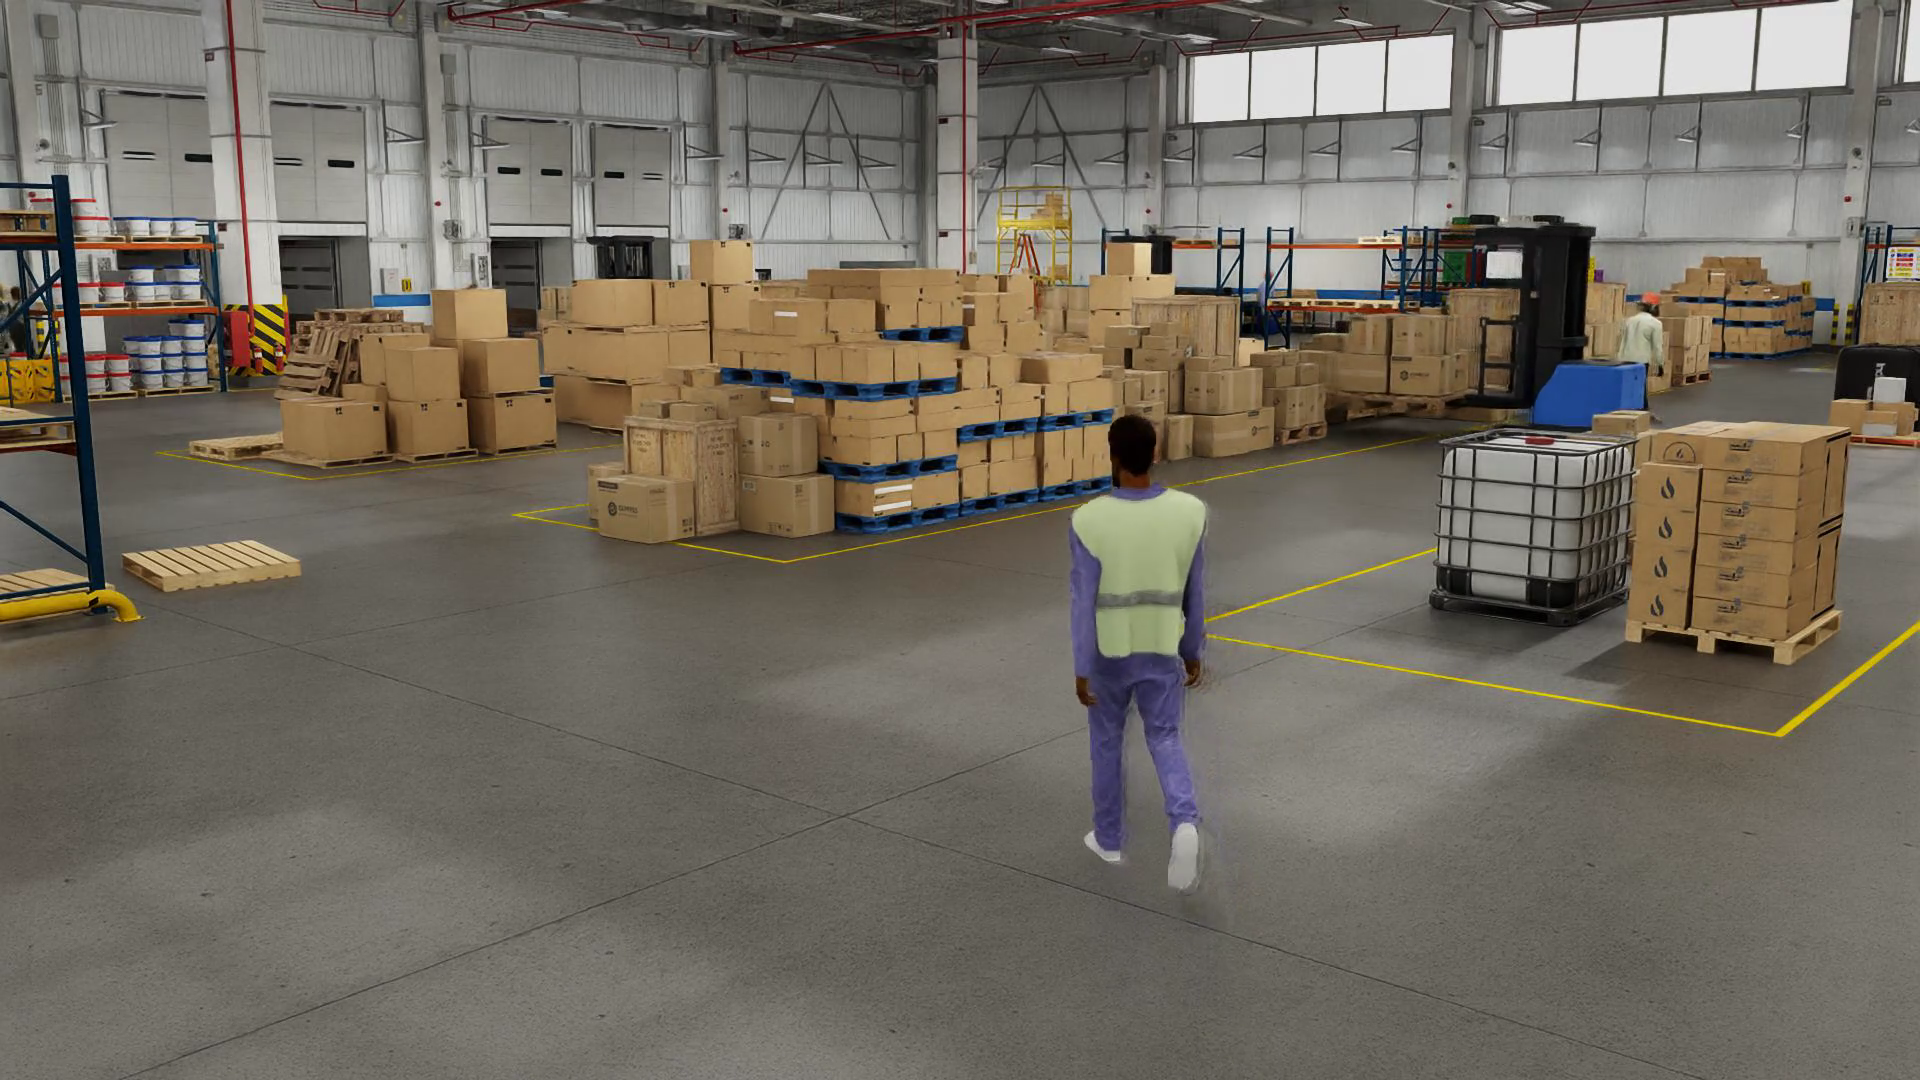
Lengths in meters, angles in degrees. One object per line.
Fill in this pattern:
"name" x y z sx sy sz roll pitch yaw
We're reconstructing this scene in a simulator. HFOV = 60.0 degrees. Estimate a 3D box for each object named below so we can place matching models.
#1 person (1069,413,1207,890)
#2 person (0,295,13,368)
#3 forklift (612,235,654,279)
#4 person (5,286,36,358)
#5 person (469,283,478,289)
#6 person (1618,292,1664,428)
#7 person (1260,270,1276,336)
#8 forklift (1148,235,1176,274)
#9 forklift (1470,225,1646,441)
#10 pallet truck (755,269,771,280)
"person" 0.723 0.444 6.667 0.597 1.901 0.795 -2 10 -13
"person" -17.667 -3.664 30.543 0.498 1.726 0.466 0 10 1
"forklift" -7.300 -5.450 37.421 1.873 2.768 1.129 8 13 40
"person" -17.812 -3.891 31.525 0.538 1.833 0.443 2 10 11
"person" -12.931 -5.997 44.139 0.529 1.613 0.754 6 12 30
"person" 9.546 -2.503 23.350 1.046 1.933 0.629 -4 11 -22
"person" 8.905 -6.838 48.041 0.412 1.923 0.594 -7 12 -34
"forklift" 4.571 -5.527 37.859 1.873 2.768 1.129 5 11 24
"forklift" 7.748 -2.628 21.352 1.873 2.768 1.129 8 13 40
"pallet truck" -4.996 -6.432 45.525 1.885 1.965 0.823 -6 12 -32
